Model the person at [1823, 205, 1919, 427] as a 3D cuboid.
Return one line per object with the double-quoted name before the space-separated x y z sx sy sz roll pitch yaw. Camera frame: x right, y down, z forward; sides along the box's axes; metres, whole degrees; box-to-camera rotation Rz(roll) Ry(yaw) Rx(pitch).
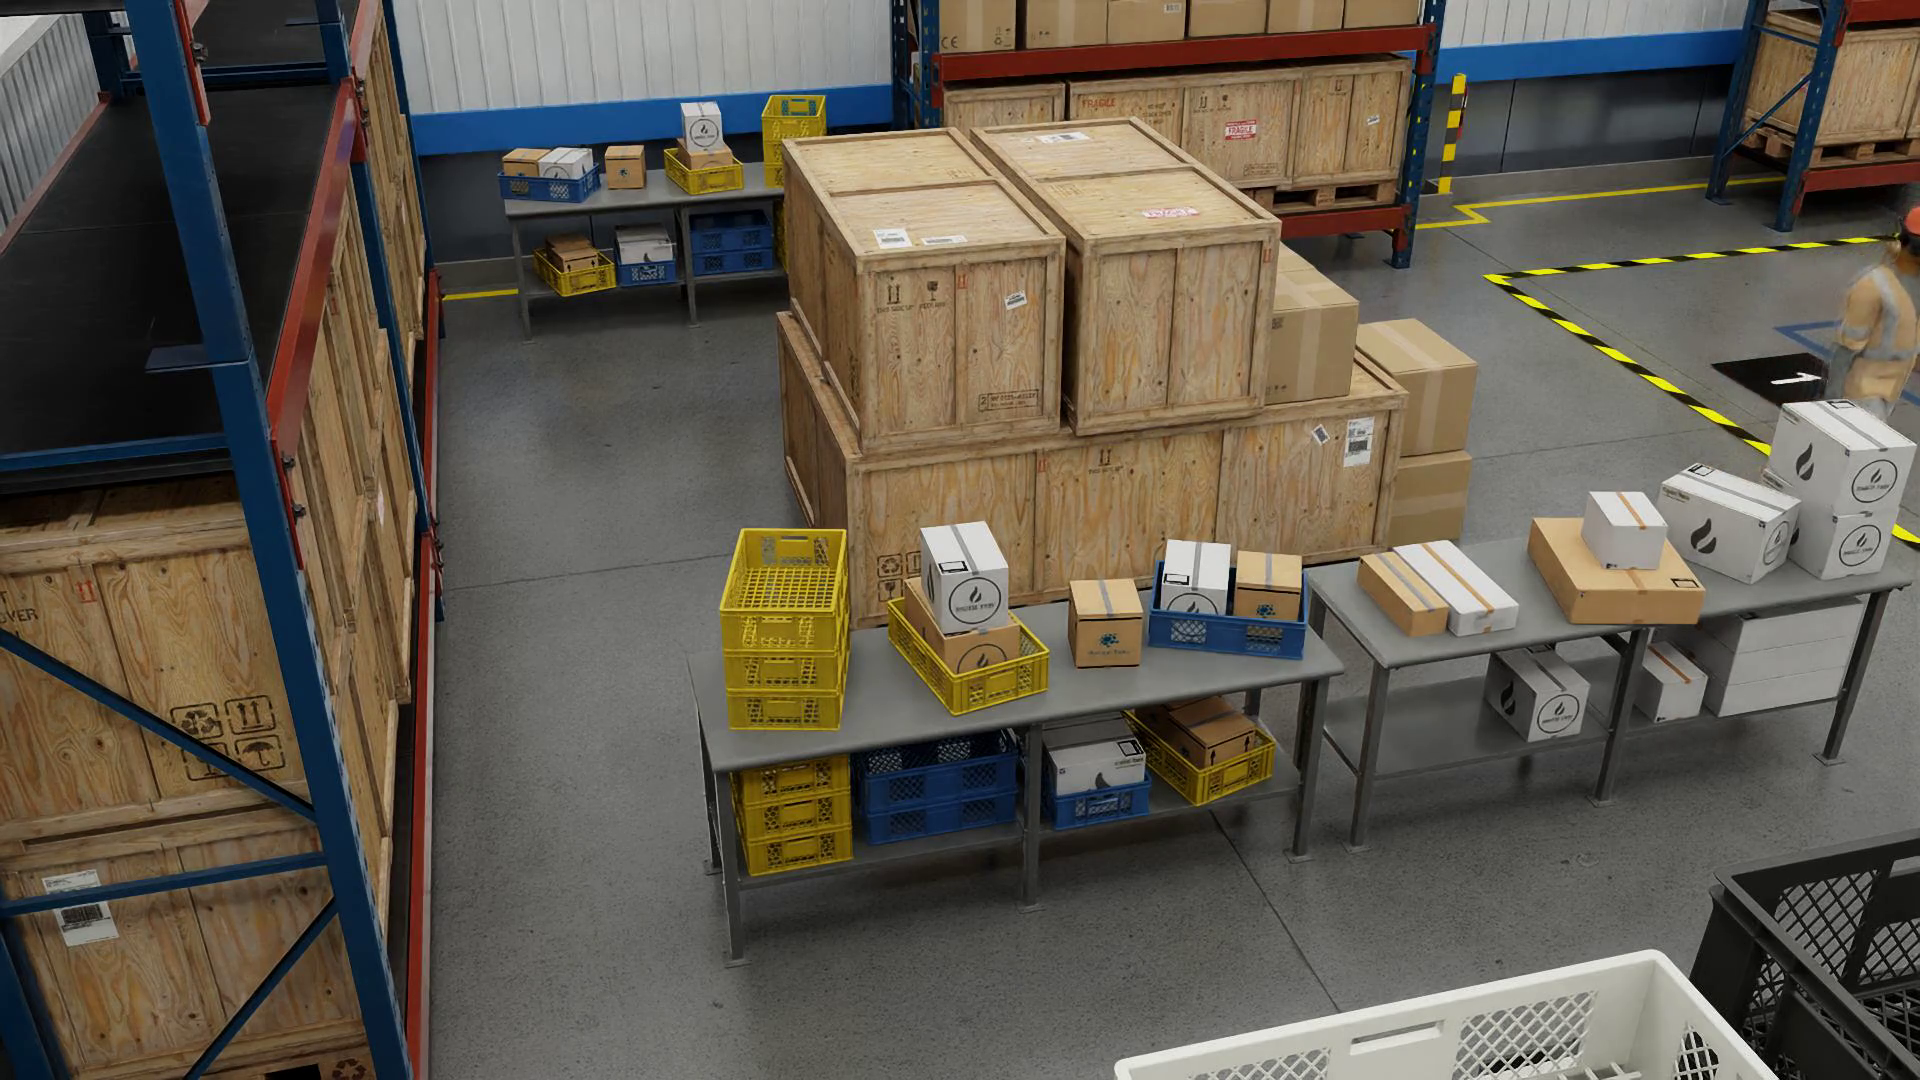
"person" 4.847 -0.806 8.773 0.628 2.005 0.661 -17 33 -28
